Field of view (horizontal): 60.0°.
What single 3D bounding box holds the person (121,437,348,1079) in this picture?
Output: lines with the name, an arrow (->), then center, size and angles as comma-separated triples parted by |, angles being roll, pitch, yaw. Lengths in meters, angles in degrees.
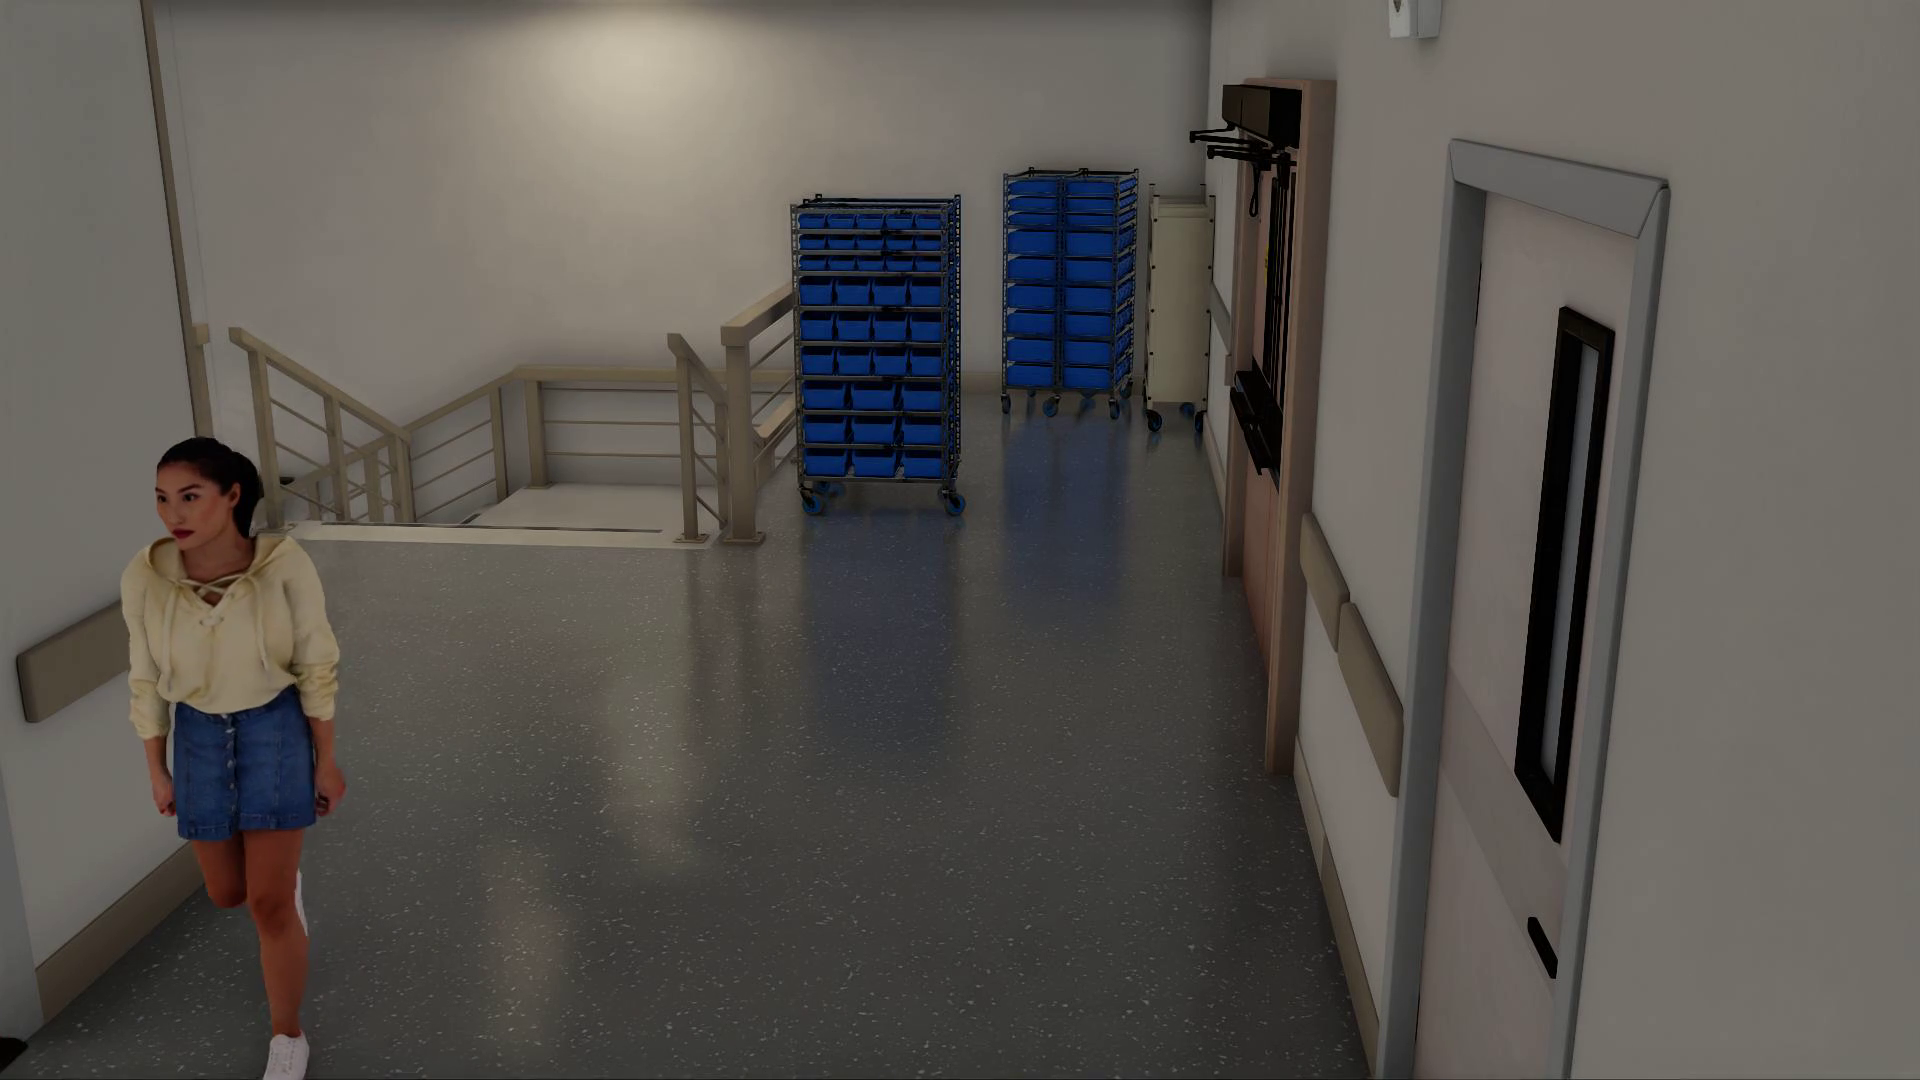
person -> -1.769, 0.525, 4.153 | 0.799, 1.613, 1.018 | -3, 16, -10
